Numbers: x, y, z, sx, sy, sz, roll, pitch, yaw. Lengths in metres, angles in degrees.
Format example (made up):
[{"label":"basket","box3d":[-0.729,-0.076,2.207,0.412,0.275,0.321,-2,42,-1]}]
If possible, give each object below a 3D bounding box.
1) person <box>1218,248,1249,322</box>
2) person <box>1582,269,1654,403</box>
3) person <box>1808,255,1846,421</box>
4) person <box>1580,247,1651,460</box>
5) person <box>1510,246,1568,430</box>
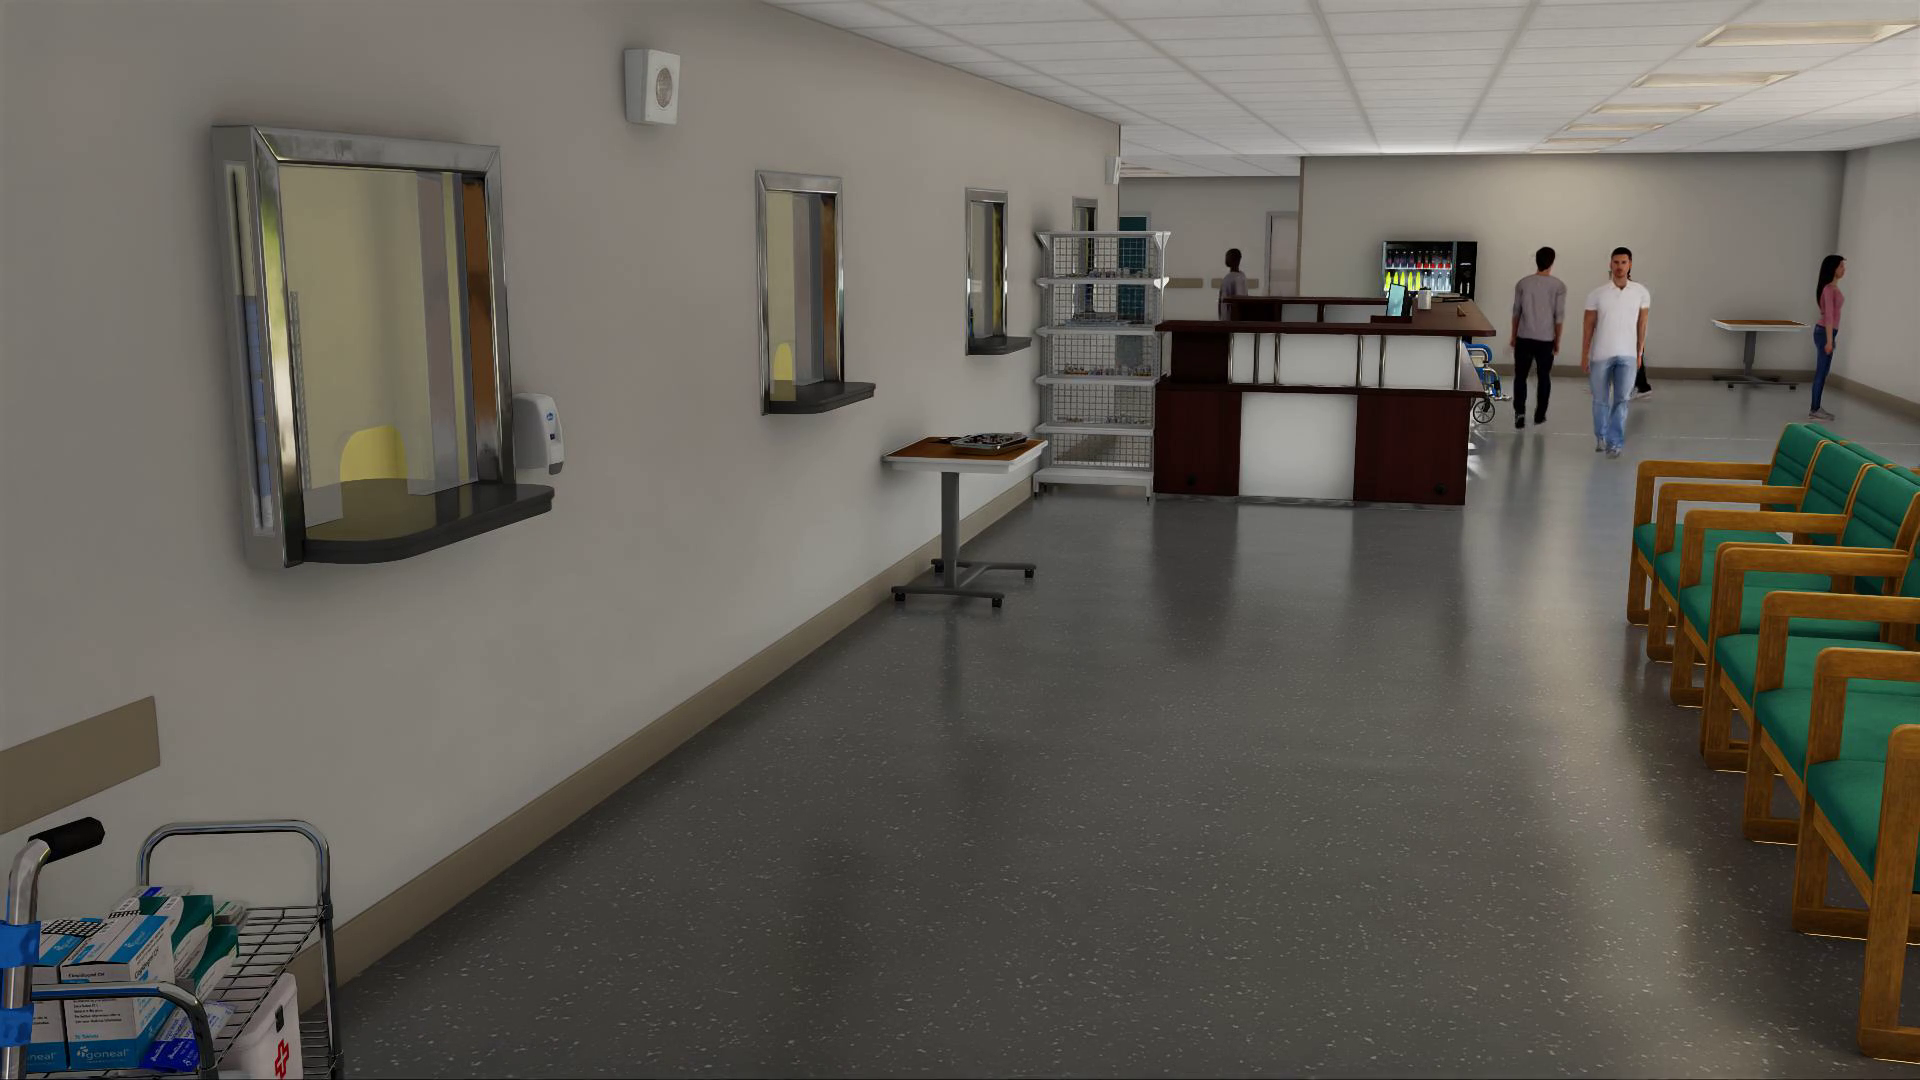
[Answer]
[{"label":"person","box3d":[3.401,-2.643,20.343,1.129,1.713,0.949,10,15,43]},{"label":"person","box3d":[7.838,-2.432,19.394,0.978,1.653,0.653,4,12,21]},{"label":"person","box3d":[9.277,-2.176,17.800,0.604,1.743,0.624,7,13,32]},{"label":"person","box3d":[5.757,-1.616,14.654,1.153,1.817,0.845,4,12,22]},{"label":"person","box3d":[5.749,-1.994,16.670,1.118,1.808,0.839,4,12,22]}]
